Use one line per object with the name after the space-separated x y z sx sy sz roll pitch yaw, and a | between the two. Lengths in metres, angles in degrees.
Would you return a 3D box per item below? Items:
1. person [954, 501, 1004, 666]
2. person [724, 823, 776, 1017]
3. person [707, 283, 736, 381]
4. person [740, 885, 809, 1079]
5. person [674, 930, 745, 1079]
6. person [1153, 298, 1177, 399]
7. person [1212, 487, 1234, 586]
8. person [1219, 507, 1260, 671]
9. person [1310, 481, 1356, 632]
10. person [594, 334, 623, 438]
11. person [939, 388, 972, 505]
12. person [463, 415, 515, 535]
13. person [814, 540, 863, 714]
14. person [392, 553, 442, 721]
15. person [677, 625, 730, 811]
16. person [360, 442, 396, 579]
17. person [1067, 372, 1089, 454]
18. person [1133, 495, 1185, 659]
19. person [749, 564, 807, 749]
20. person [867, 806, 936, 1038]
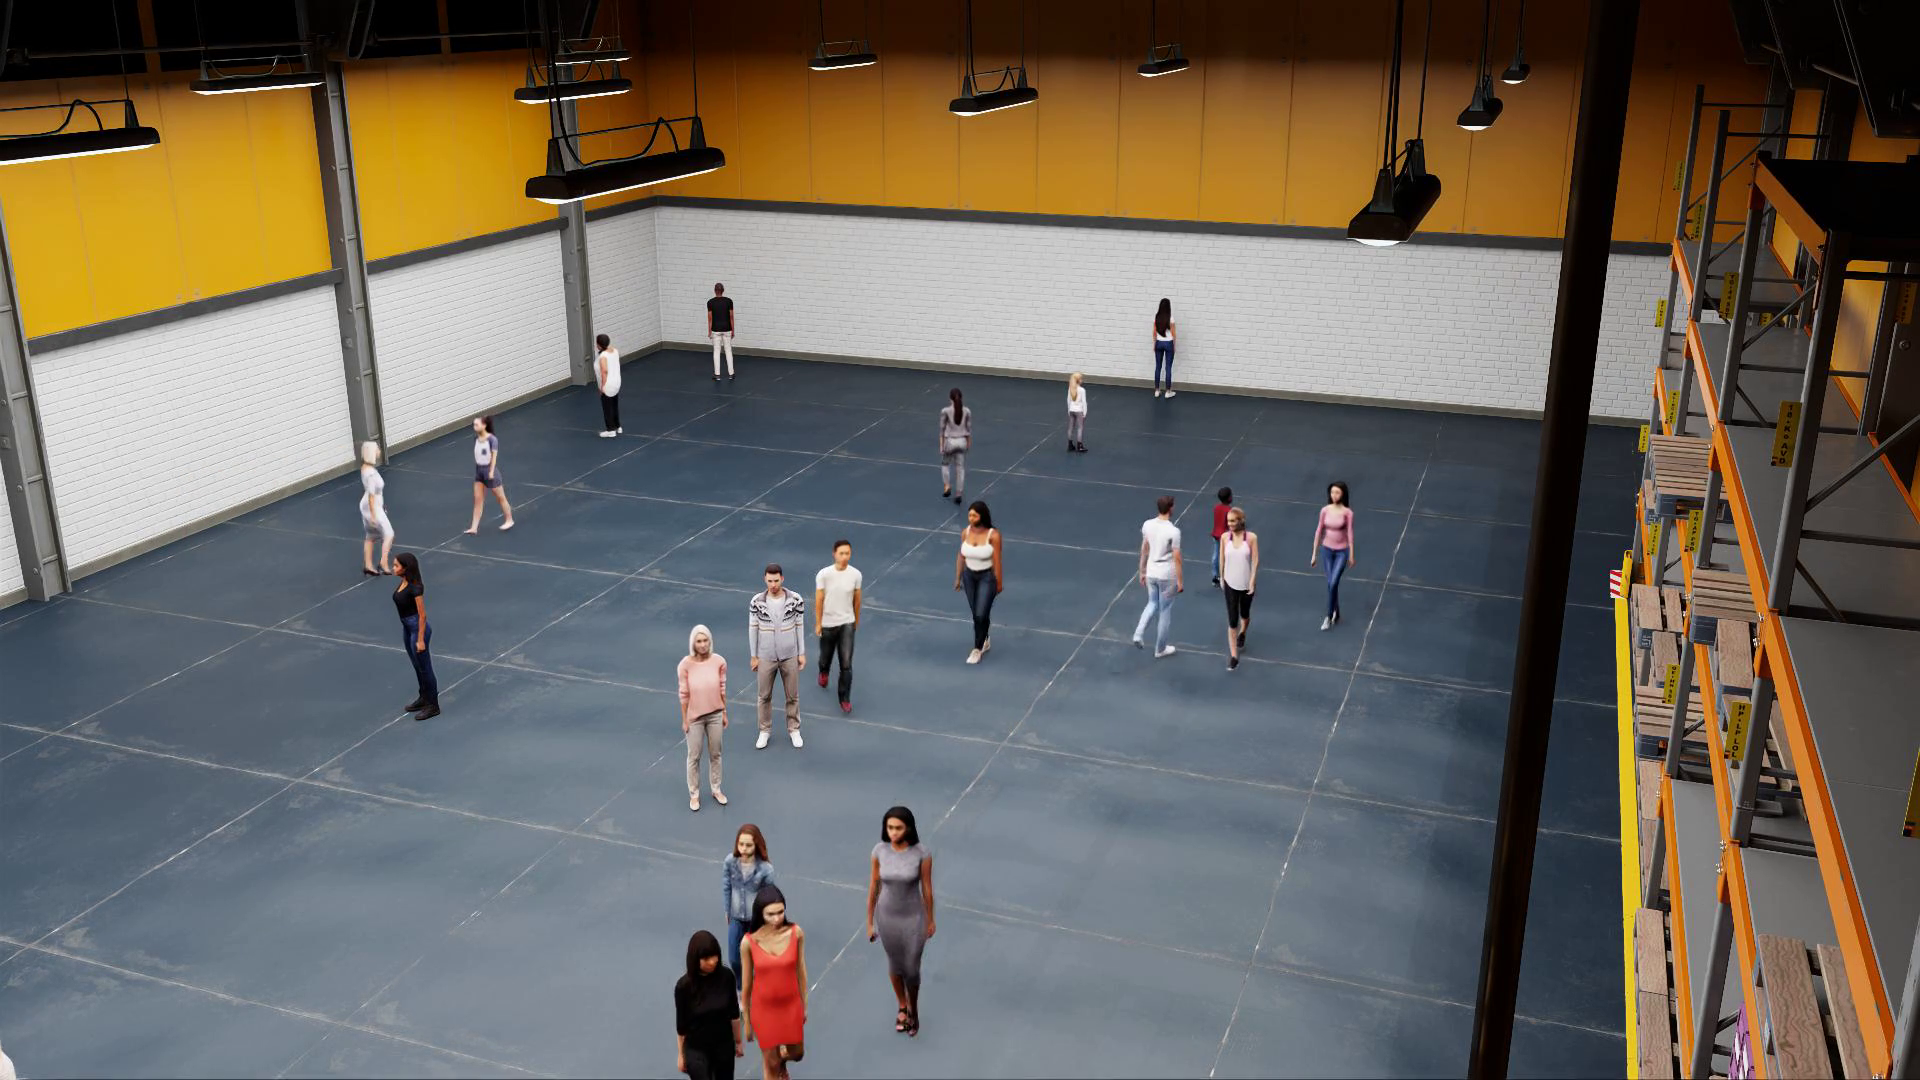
0.271 0.420 18.197 0.782 1.788 0.991 12 22 31 | person
-1.481 2.681 11.992 0.630 1.462 0.809 5 19 13 | person
-4.446 -3.895 30.985 0.767 1.805 0.800 -6 19 -16 | person
-1.208 2.983 10.717 0.896 1.705 0.973 -7 20 -20 | person
-1.599 3.124 10.423 0.946 1.624 0.996 -9 20 -24 | person
3.640 -3.431 29.654 0.630 1.774 0.583 11 22 30 | person
3.188 -0.033 20.390 0.614 1.248 0.579 -14 23 -36 | person
3.068 0.482 18.091 0.607 1.738 1.151 6 19 17 | person
4.351 0.140 19.124 0.755 1.727 0.887 14 23 36 | person
-5.754 -2.536 27.131 0.723 1.688 0.548 5 19 15 | person
-0.054 -1.294 23.490 0.820 1.657 0.887 -4 19 -13 | person
-6.254 -0.872 22.310 0.763 1.611 1.066 12 22 31 | person
-1.271 0.829 16.990 0.999 1.783 1.148 -3 19 -10 | person
-5.463 0.945 16.717 0.688 1.738 0.659 -13 23 -35 | person
-2.294 1.563 14.903 0.673 1.725 0.729 -8 20 -23 | person
-7.341 -0.351 20.571 0.774 1.734 0.718 -12 22 -31 | person
1.836 -2.024 26.253 0.554 1.278 0.572 15 24 37 | person
2.134 0.430 18.083 0.909 1.841 0.832 -18 25 -42 | person
-1.758 1.094 16.082 0.771 1.860 0.739 -2 19 -7 | person
-0.391 2.636 11.645 0.676 1.769 0.697 3 19 8 | person
